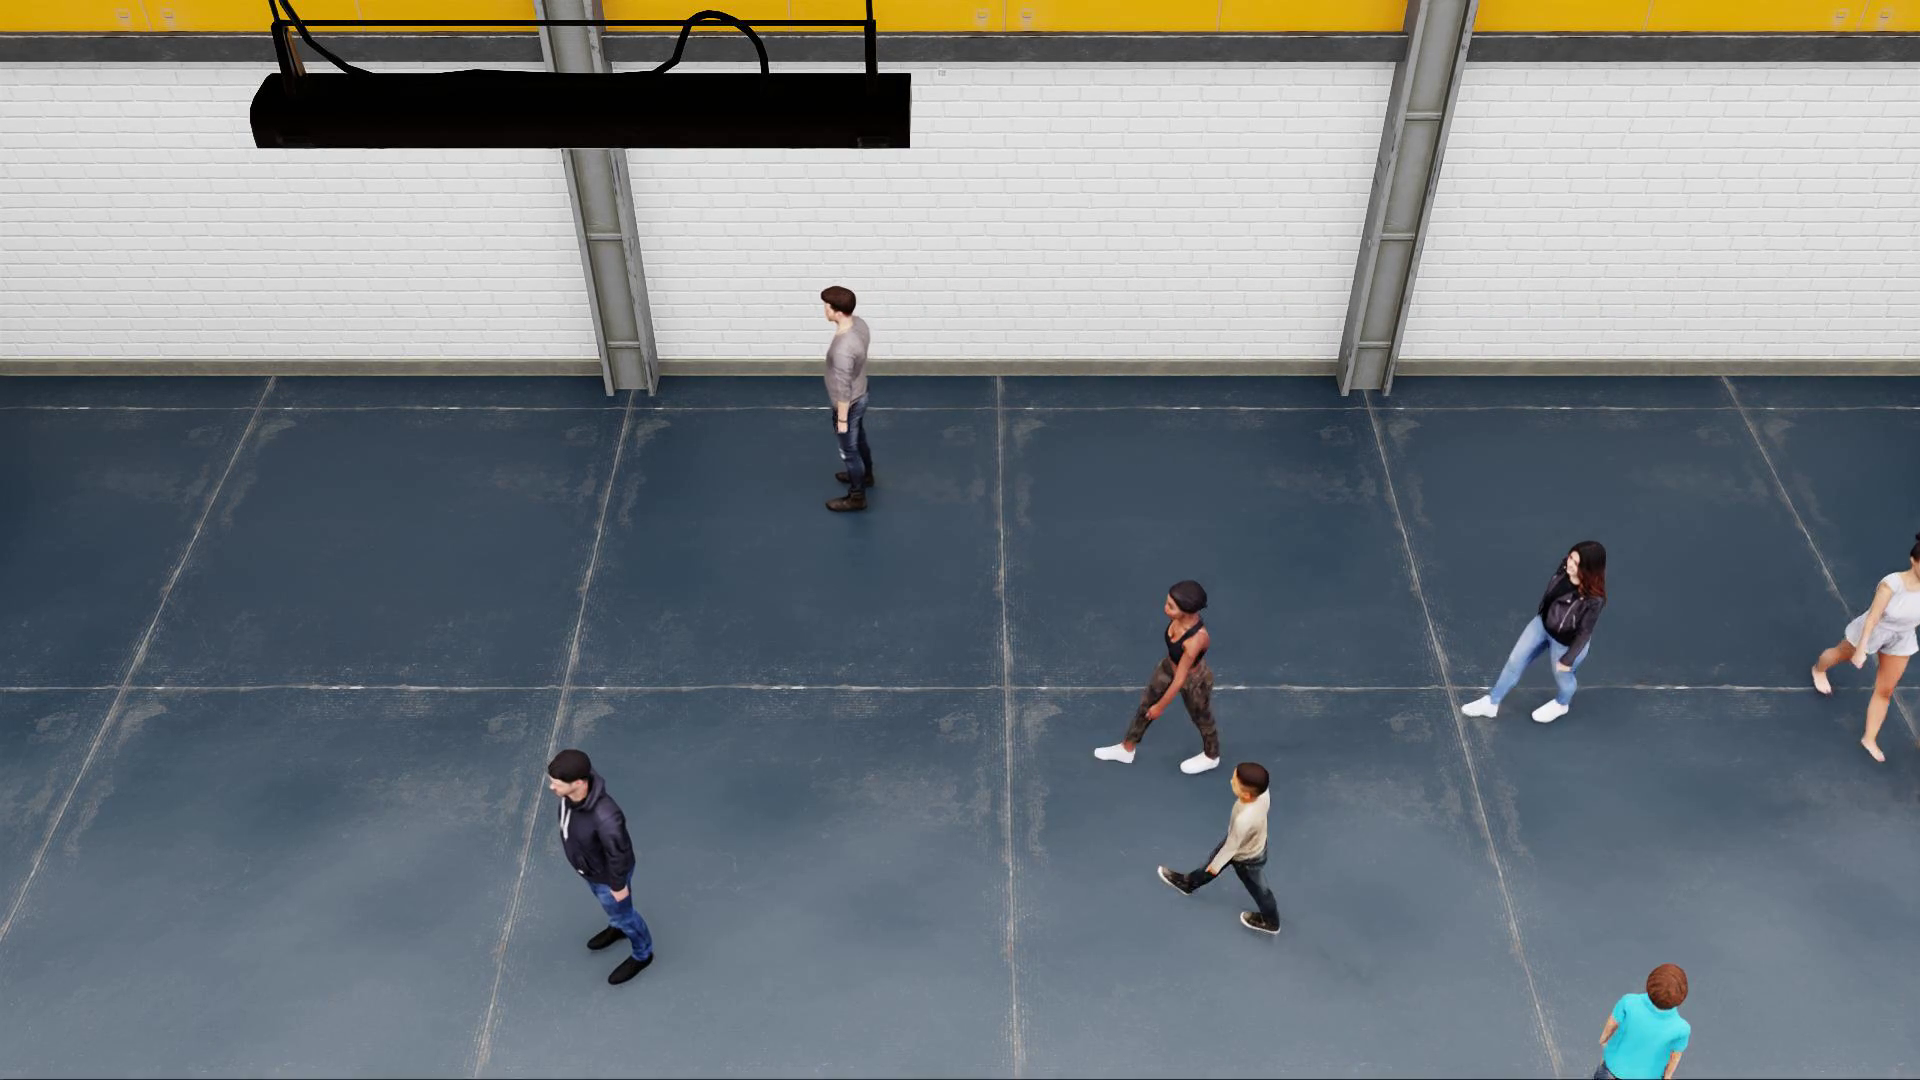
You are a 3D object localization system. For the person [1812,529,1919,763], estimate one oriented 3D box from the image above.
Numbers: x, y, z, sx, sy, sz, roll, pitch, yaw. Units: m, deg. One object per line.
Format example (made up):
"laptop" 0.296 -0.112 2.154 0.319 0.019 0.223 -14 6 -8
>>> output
"person" 5.842 0.557 10.619 1.016 1.563 0.681 -3 44 -3

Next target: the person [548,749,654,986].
"person" -1.949 1.743 9.139 0.781 1.886 0.765 -26 50 -25

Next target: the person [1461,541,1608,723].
"person" 3.874 0.595 10.546 1.053 1.608 0.839 -11 45 -11

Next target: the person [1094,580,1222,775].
"person" 1.473 0.872 10.217 1.060 1.660 0.690 -8 44 -8

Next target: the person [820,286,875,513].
"person" -0.788 -1.024 12.034 0.621 1.899 0.727 6 44 6

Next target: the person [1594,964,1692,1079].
"person" 3.419 2.689 8.470 0.632 1.438 0.704 27 50 25

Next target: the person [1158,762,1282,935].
"person" 1.694 1.779 9.430 1.066 1.433 0.769 14 45 14
